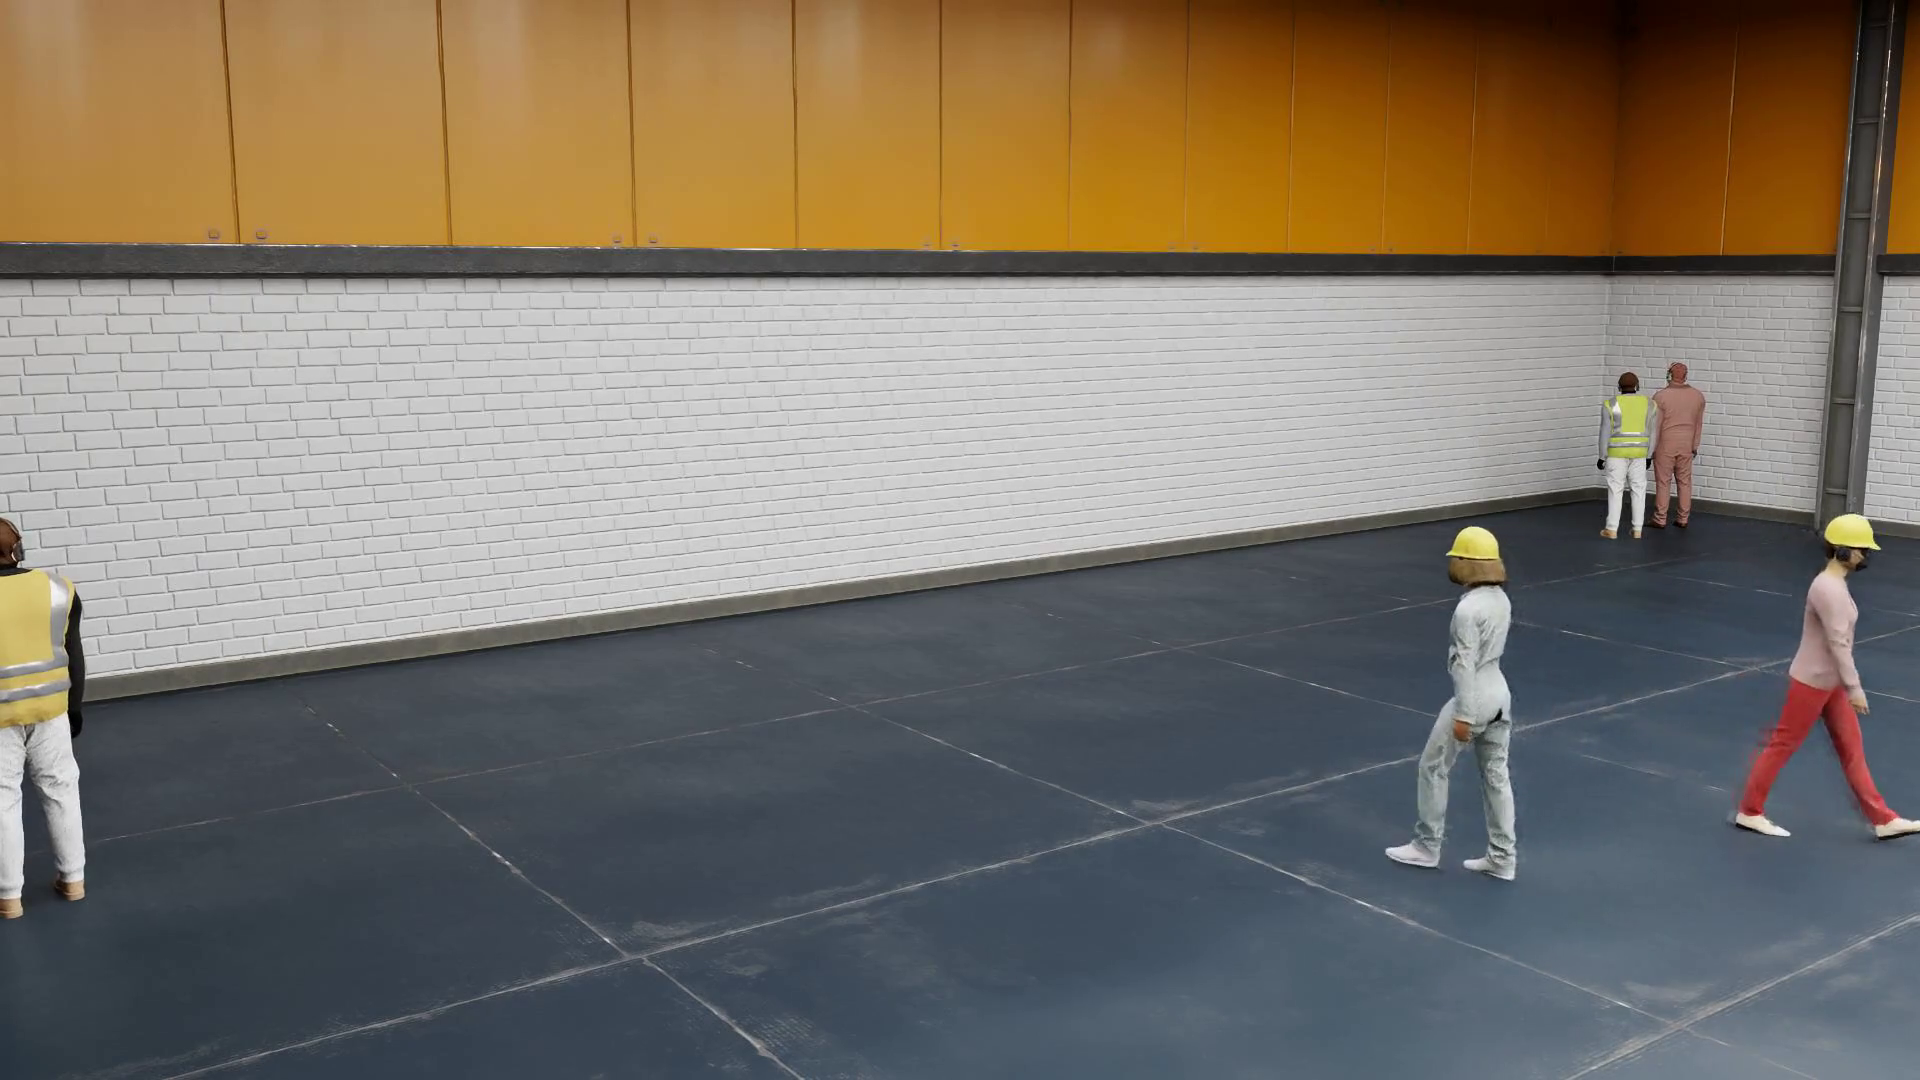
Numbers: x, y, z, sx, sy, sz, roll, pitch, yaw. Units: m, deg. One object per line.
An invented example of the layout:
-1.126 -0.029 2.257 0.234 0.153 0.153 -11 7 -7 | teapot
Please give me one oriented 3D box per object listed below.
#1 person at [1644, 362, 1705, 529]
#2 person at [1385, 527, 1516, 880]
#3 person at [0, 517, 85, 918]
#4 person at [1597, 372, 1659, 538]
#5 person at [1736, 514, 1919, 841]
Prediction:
8.147 -1.075 19.027 0.642 1.909 0.410 -2 9 -10 | person
2.430 0.786 8.129 0.728 1.717 0.506 8 12 42 | person
-4.344 0.807 7.632 0.430 1.841 0.624 8 12 42 | person
7.332 -0.928 18.335 0.623 1.840 0.430 0 9 1 | person
4.498 0.728 8.507 0.926 1.715 0.531 6 11 33 | person
